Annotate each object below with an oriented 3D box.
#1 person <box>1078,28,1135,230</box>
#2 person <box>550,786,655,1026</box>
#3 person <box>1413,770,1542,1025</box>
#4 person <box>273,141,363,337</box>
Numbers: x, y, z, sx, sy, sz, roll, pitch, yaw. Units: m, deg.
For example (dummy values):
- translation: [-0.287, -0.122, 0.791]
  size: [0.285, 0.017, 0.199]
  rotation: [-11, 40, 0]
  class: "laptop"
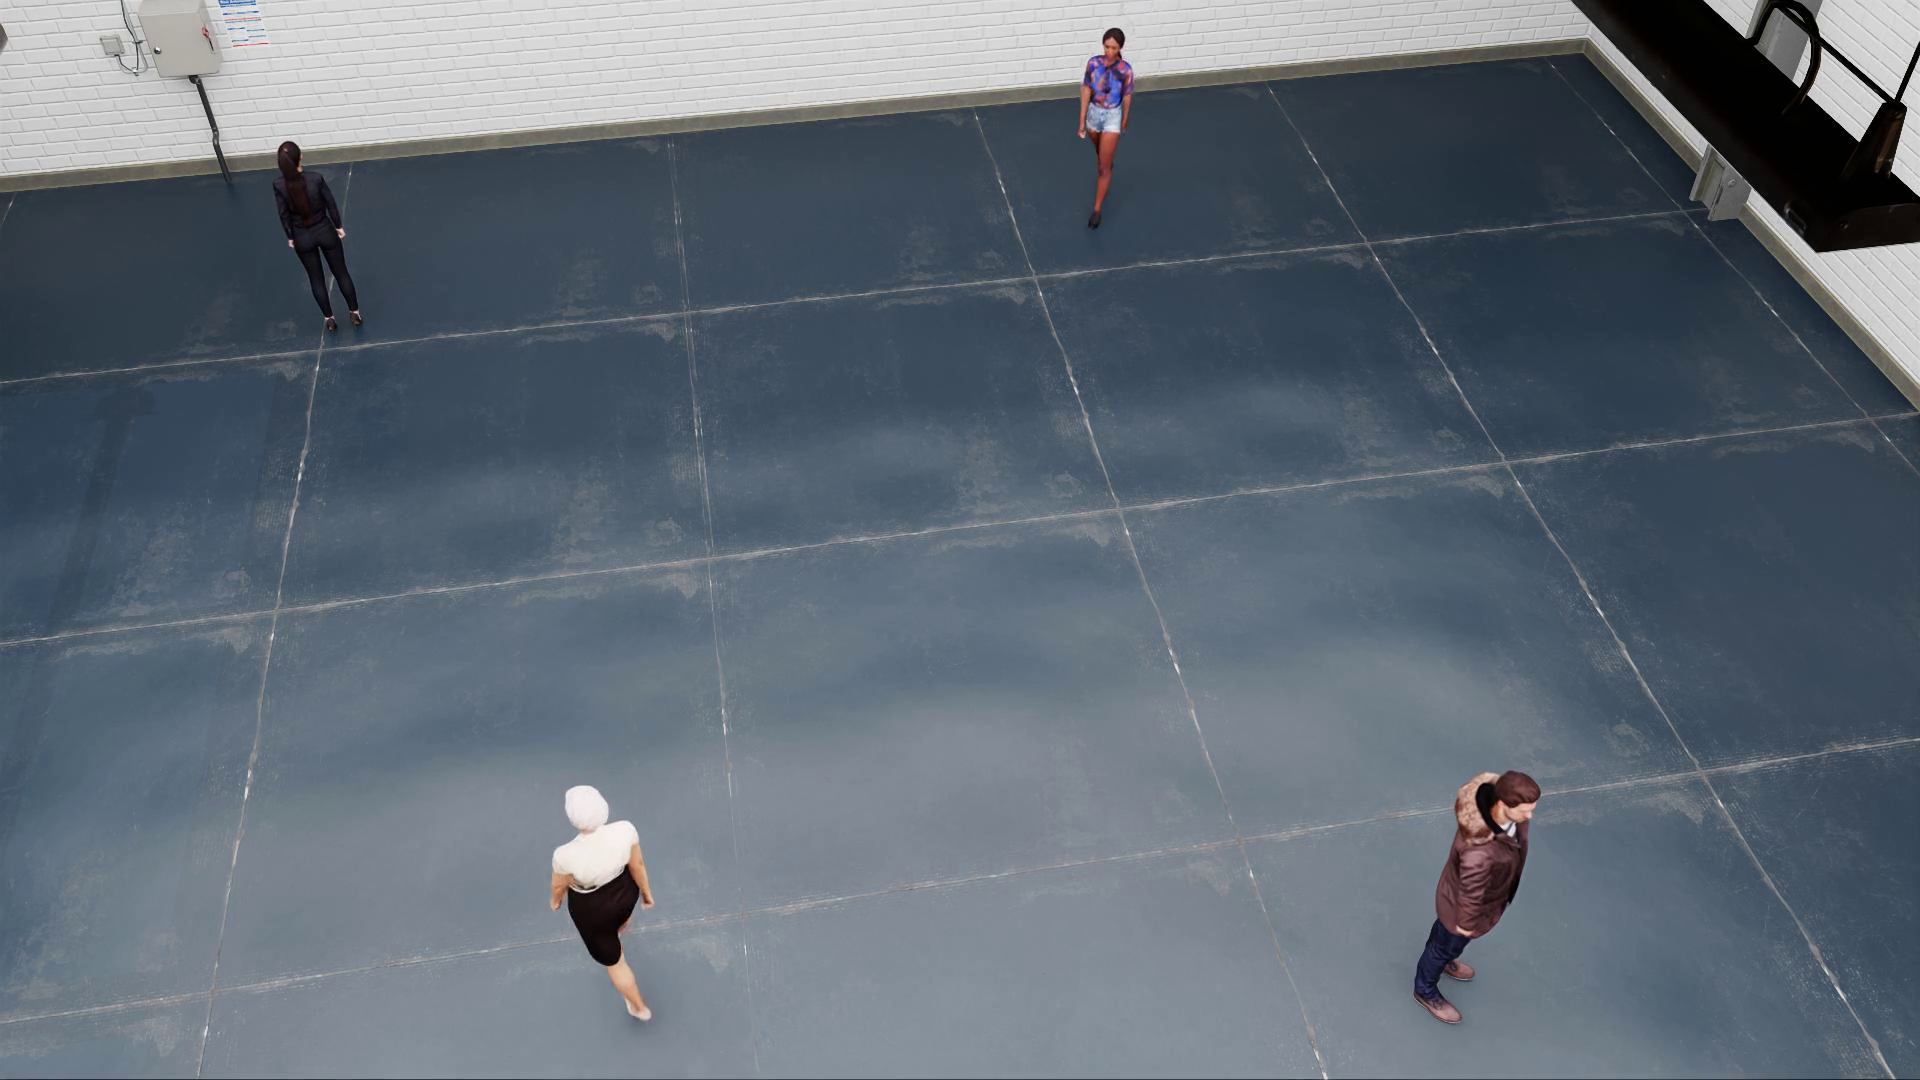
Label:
- translation: [1.281, -3.704, 14.594]
  size: [1.017, 1.695, 1.269]
  rotation: [14, 45, 14]
  class: "person"
- translation: [-1.797, 1.961, 8.628]
  size: [0.916, 1.723, 1.110]
  rotation: [-28, 50, -27]
  class: "person"
- translation: [2.671, 1.819, 8.689]
  size: [0.929, 1.844, 0.847]
  rotation: [22, 48, 21]
  class: "person"
- translation: [-5.119, -2.404, 13.219]
  size: [0.613, 1.711, 0.531]
  rotation: [-14, 45, -14]
  class: "person"
